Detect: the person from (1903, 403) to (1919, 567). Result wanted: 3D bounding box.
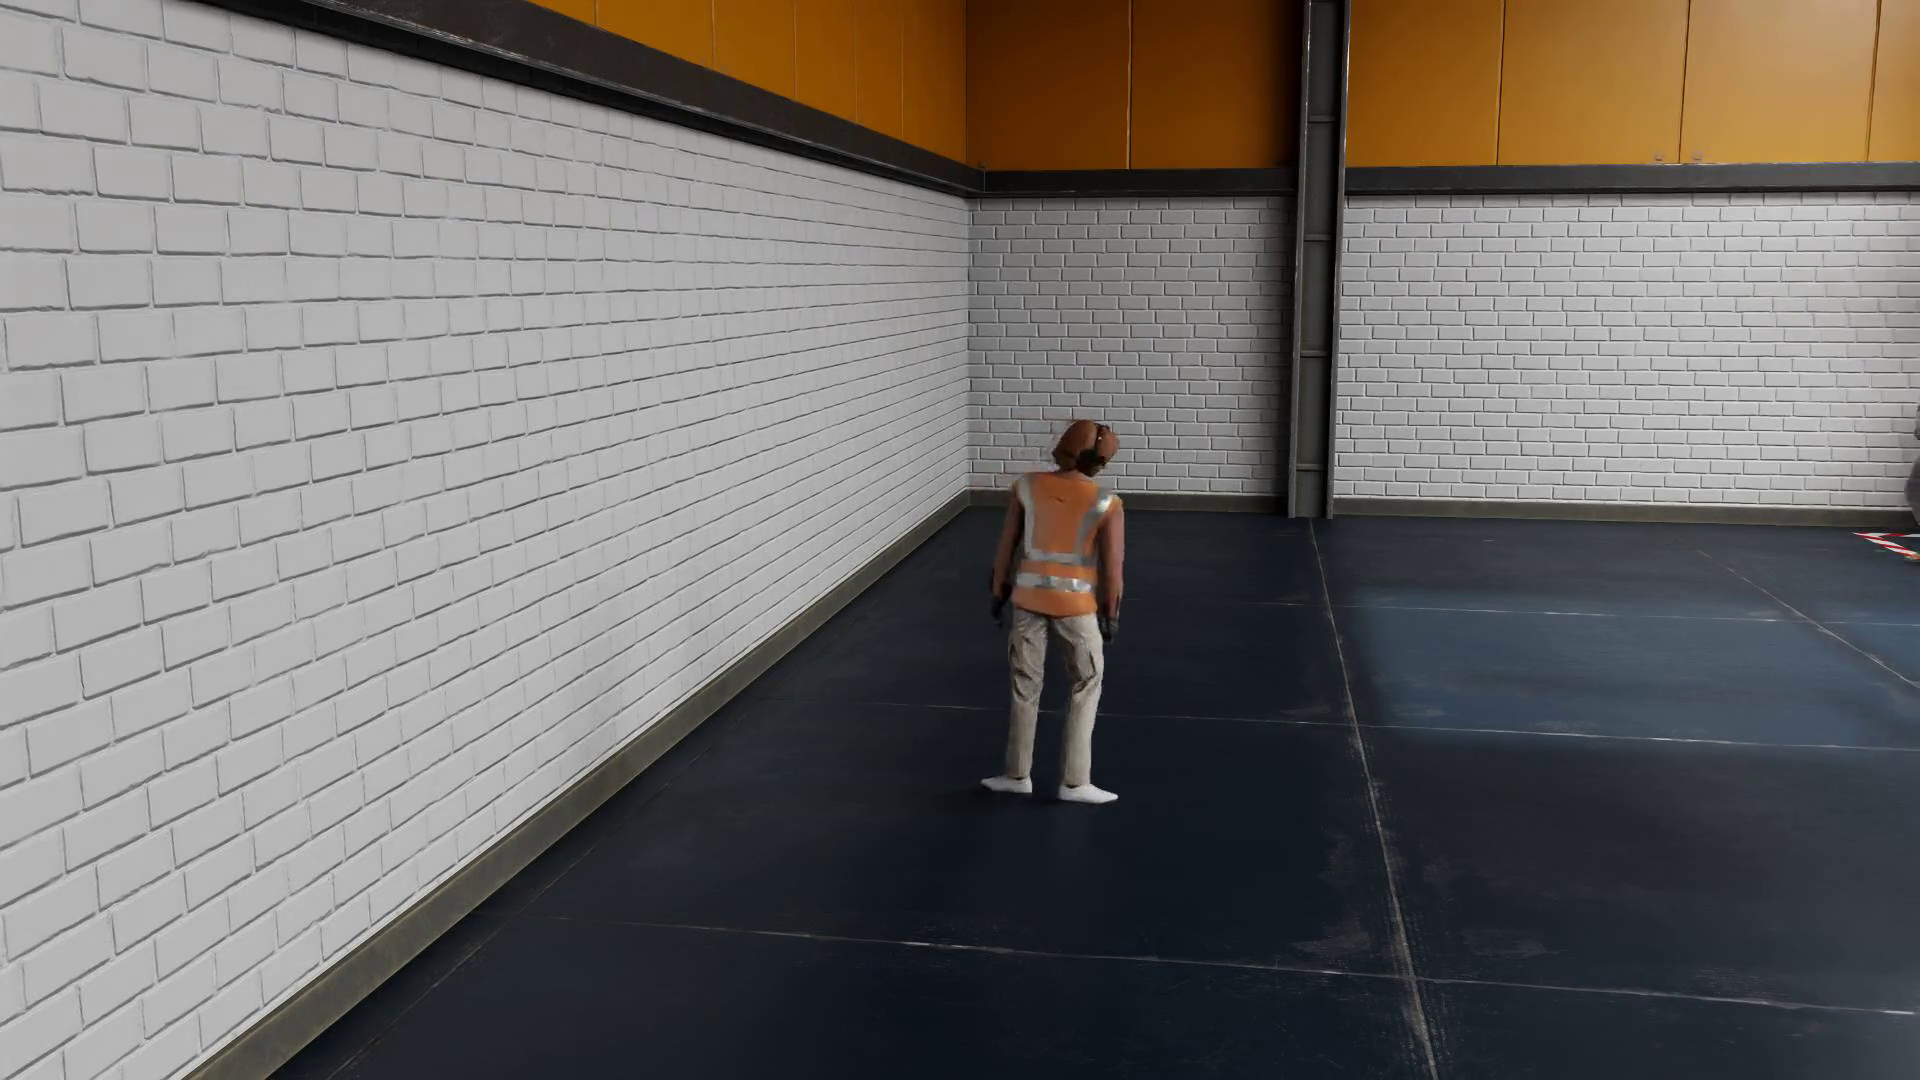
[{"bbox_3d":[7.289,-0.675,12.359,0.511,1.825,0.636,4,10,22],"label":"person"}]

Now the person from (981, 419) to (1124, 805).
[{"bbox_3d":[0.370,0.296,6.971,0.632,1.611,0.326,4,10,22],"label":"person"}]
